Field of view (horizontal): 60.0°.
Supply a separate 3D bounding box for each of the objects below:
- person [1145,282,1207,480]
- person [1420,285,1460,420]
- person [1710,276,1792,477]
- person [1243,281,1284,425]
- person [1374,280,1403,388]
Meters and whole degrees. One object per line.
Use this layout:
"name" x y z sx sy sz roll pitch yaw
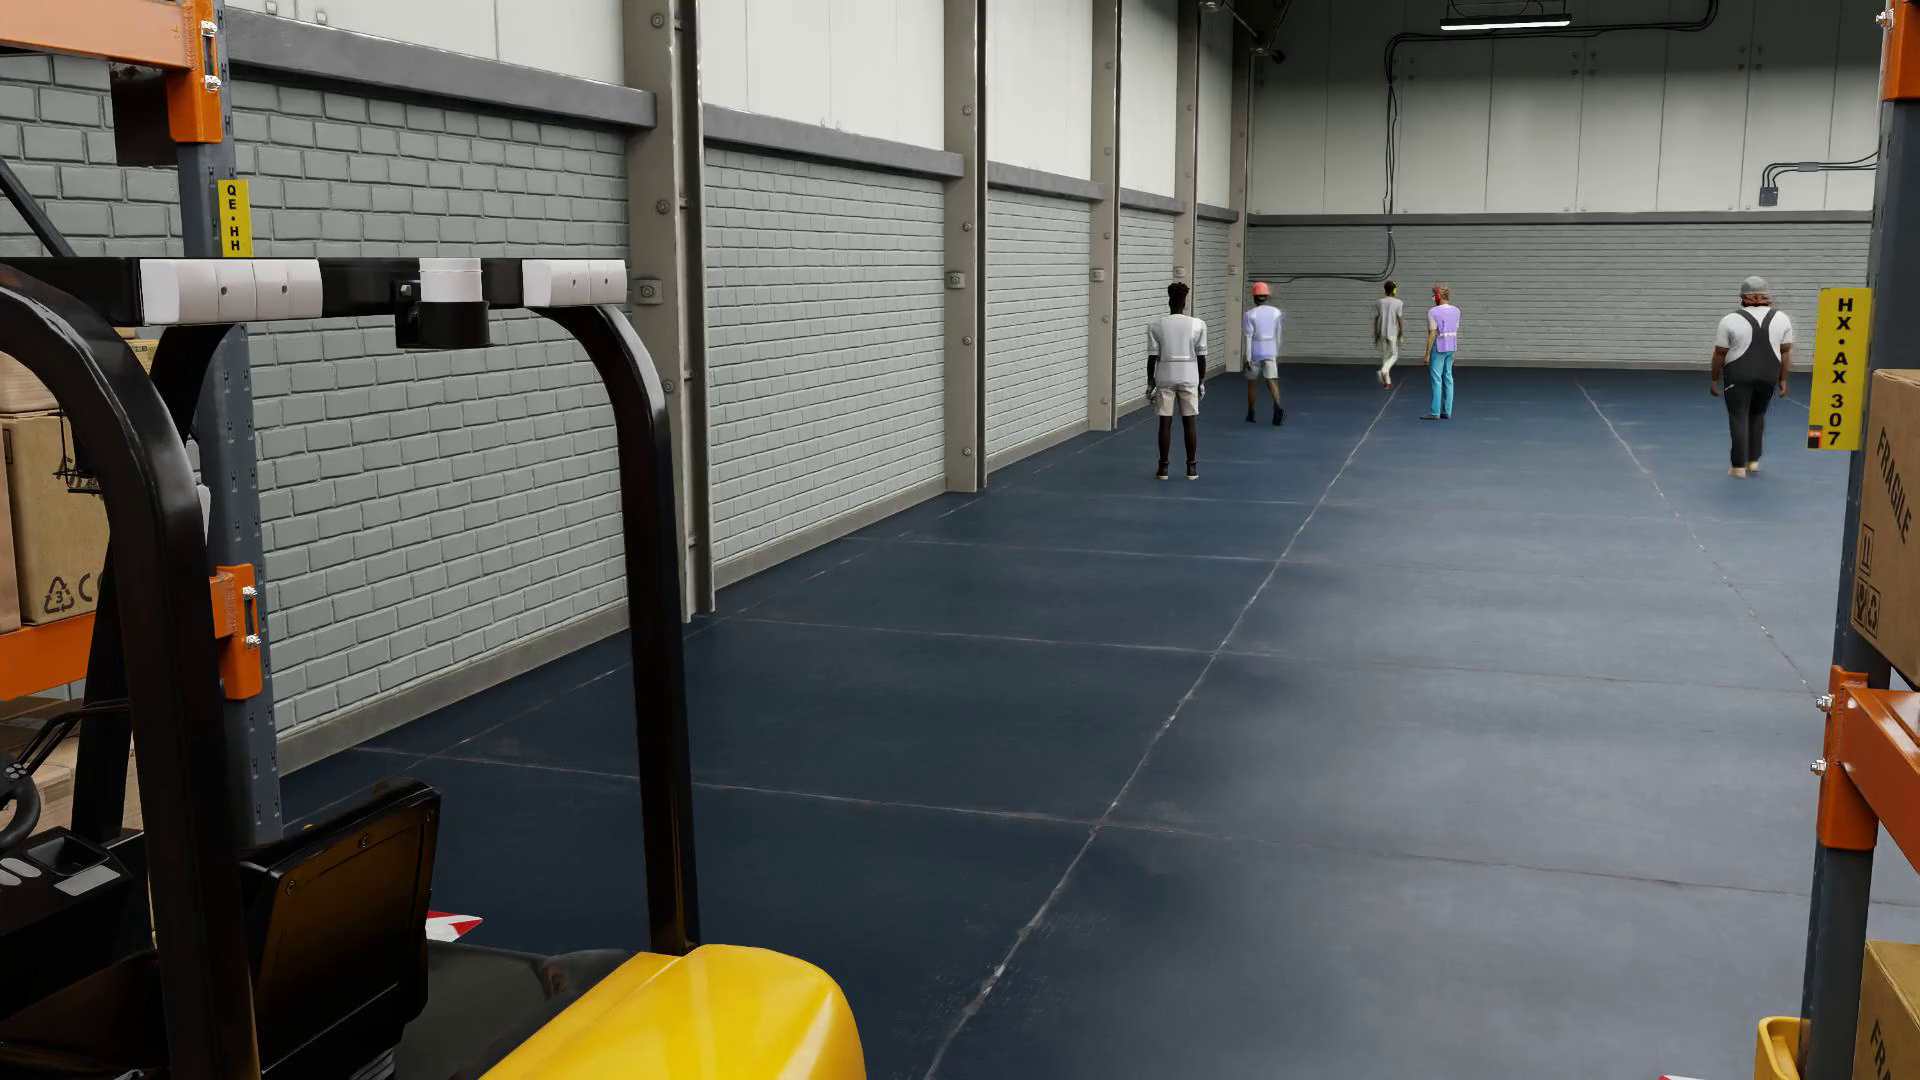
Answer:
"person" 2.148 -1.575 16.539 0.607 1.966 0.373 1 10 5
"person" 6.585 -2.555 22.753 0.565 1.840 0.390 -6 11 -32
"person" 7.968 -1.670 16.882 0.712 2.000 0.703 1 10 6
"person" 4.044 -2.480 22.130 0.561 1.912 0.886 -2 10 -11
"person" 7.260 -3.482 28.230 0.535 1.855 0.625 8 12 38
